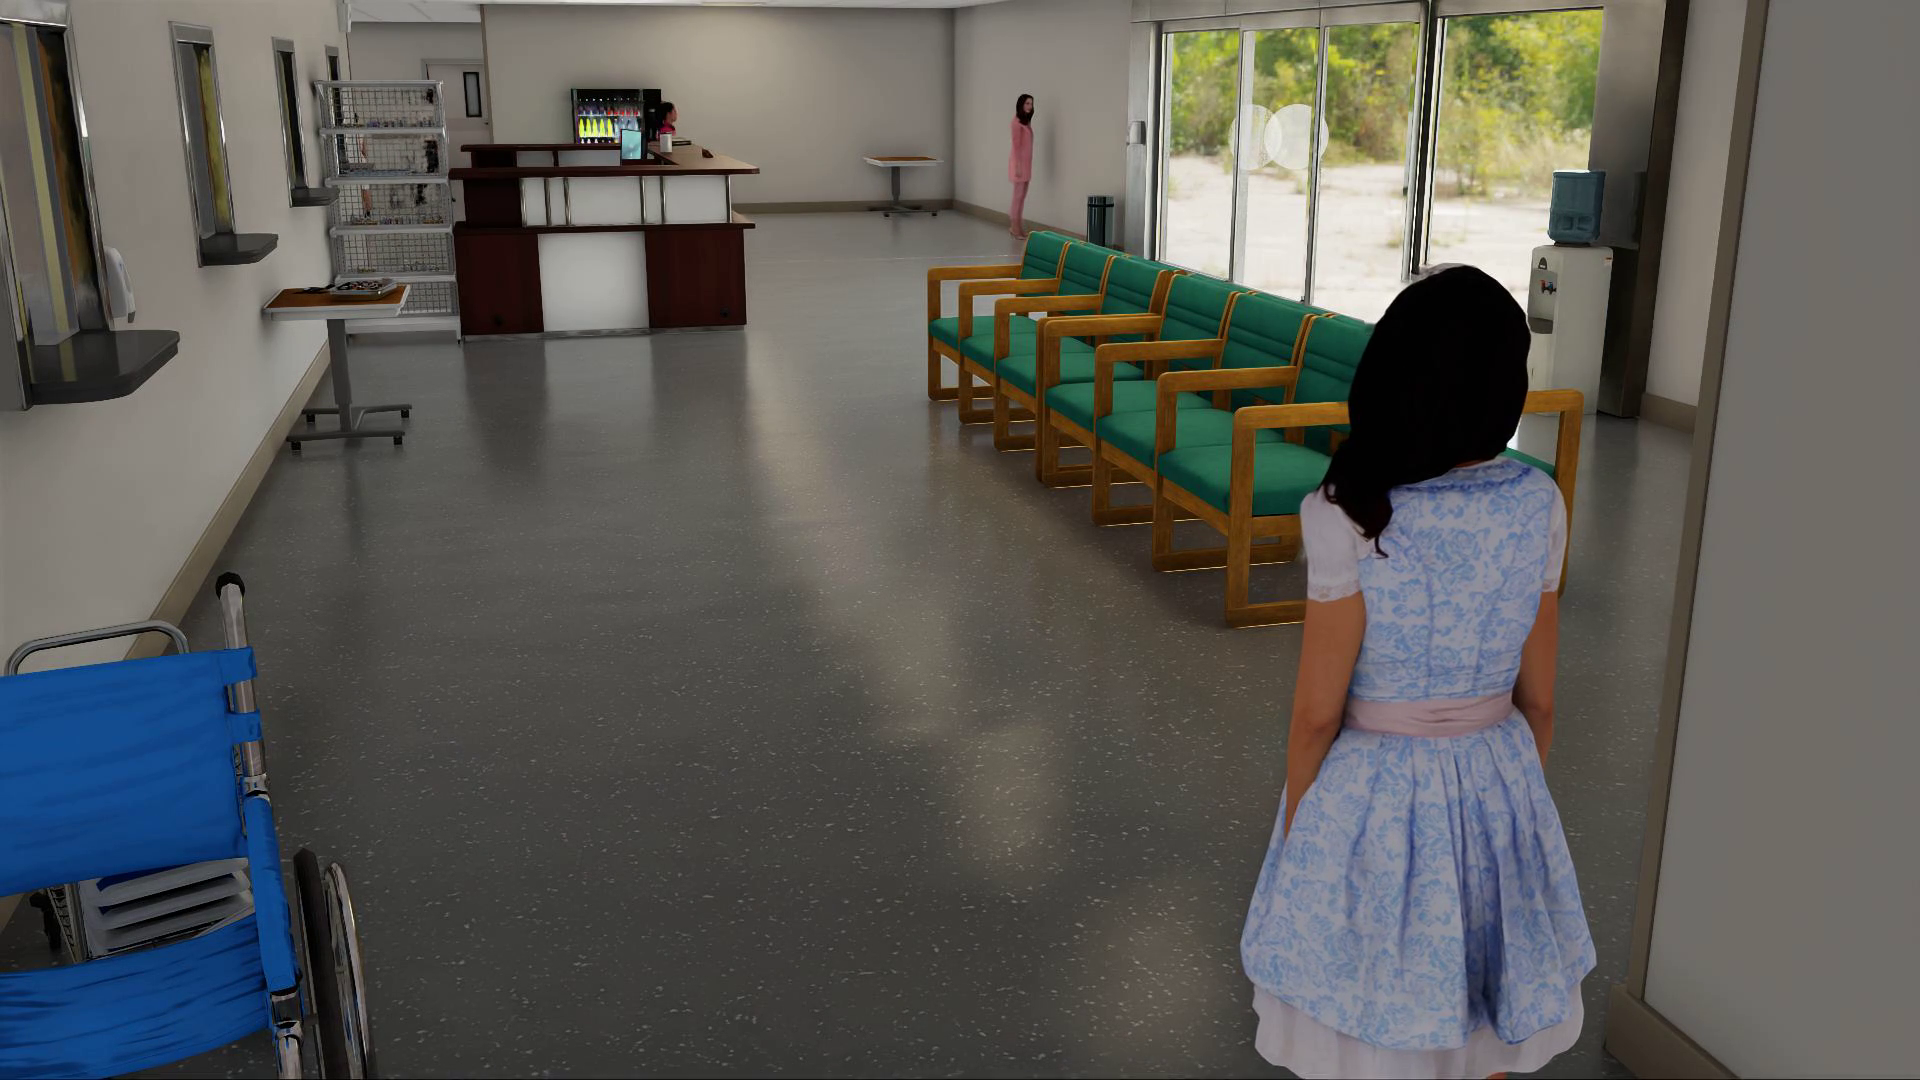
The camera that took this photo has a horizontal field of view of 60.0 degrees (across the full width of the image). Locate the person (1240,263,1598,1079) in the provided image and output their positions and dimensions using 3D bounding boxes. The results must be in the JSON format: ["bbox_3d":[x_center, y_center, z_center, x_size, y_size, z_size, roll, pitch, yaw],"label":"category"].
[{"bbox_3d":[0.692,0.497,2.523,0.706,1.819,0.801,-1,16,-5],"label":"person"}]

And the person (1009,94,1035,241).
[{"bbox_3d":[0.764,-4.744,21.147,0.721,1.801,0.693,6,17,21],"label":"person"}]

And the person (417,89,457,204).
[{"bbox_3d":[-8.374,-6.209,26.370,1.117,1.786,1.104,6,17,20],"label":"person"}]

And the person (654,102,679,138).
[{"bbox_3d":[-3.776,-4.638,21.046,1.169,1.652,0.688,-2,16,-8],"label":"person"}]
